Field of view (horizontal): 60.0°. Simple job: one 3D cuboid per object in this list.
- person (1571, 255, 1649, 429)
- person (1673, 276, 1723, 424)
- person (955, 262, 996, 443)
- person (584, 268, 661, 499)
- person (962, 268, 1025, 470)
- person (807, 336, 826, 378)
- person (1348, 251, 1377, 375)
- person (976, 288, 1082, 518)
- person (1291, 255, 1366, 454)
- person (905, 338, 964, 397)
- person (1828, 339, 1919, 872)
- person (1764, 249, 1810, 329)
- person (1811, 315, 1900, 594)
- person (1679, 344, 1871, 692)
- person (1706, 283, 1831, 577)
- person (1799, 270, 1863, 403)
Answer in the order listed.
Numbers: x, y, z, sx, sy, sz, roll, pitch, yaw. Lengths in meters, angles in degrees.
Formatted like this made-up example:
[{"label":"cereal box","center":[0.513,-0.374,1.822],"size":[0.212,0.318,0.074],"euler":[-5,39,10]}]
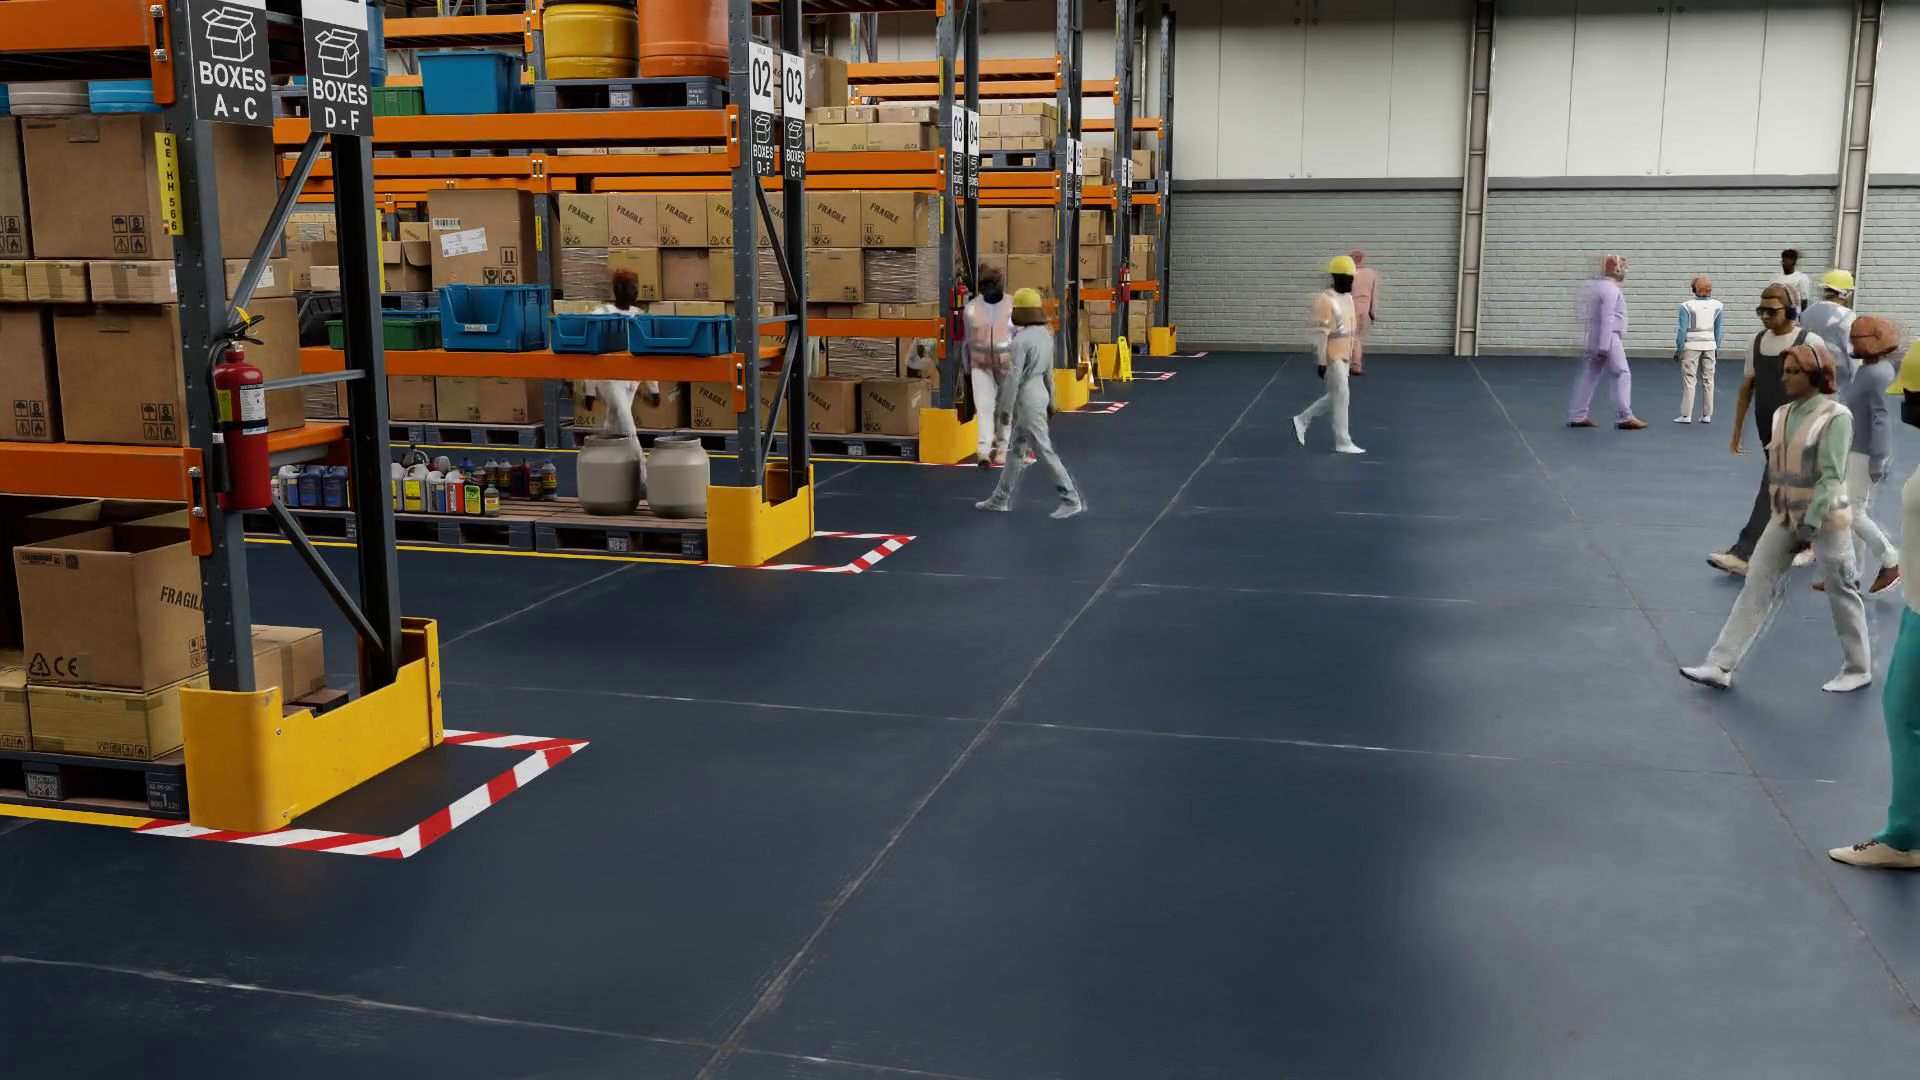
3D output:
[{"label":"person","center":[7.101,-2.128,18.000],"size":[0.880,1.875,0.663],"euler":[1,10,6]},{"label":"person","center":[8.215,-2.106,18.514],"size":[0.514,1.642,0.310],"euler":[-1,10,-5]},{"label":"person","center":[0.141,-1.873,16.723],"size":[0.557,1.825,0.684],"euler":[5,12,28]},{"label":"person","center":[-2.610,-1.201,13.004],"size":[1.016,1.824,0.583],"euler":[5,12,28]},{"label":"person","center":[0.308,-1.531,14.929],"size":[0.622,1.784,0.992],"euler":[1,10,8]},{"label":"person","center":[-1.679,-2.286,18.862],"size":[0.324,1.876,0.526],"euler":[4,11,21]},{"label":"person","center":[5.938,-3.467,25.397],"size":[0.679,1.868,0.905],"euler":[-4,11,-23]},{"label":"person","center":[0.531,-1.013,12.307],"size":[0.911,1.696,0.506],"euler":[5,12,27]},{"label":"person","center":[3.579,-1.795,16.072],"size":[0.781,1.905,0.590],"euler":[8,13,37]},{"label":"person","center":[-0.275,-2.254,18.392],"size":[1.059,1.993,0.619],"euler":[7,13,35]},{"label":"person","center":[3.163,0.228,5.279],"size":[0.526,1.743,0.533],"euler":[6,12,29]},{"label":"person","center":[12.155,-3.315,24.423],"size":[0.994,1.925,0.609],"euler":[-4,11,-22]},{"label":"person","center":[5.205,-0.479,9.560],"size":[0.368,1.622,0.515],"euler":[4,11,20]},{"label":"person","center":[3.757,-0.078,7.443],"size":[0.906,1.582,0.510],"euler":[-2,10,-13]},{"label":"person","center":[5.028,-0.672,10.182],"size":[1.013,1.785,0.547],"euler":[-4,11,-22]},{"label":"person","center":[7.714,-1.493,14.740],"size":[0.950,1.780,0.615],"euler":[-2,10,-11]}]
